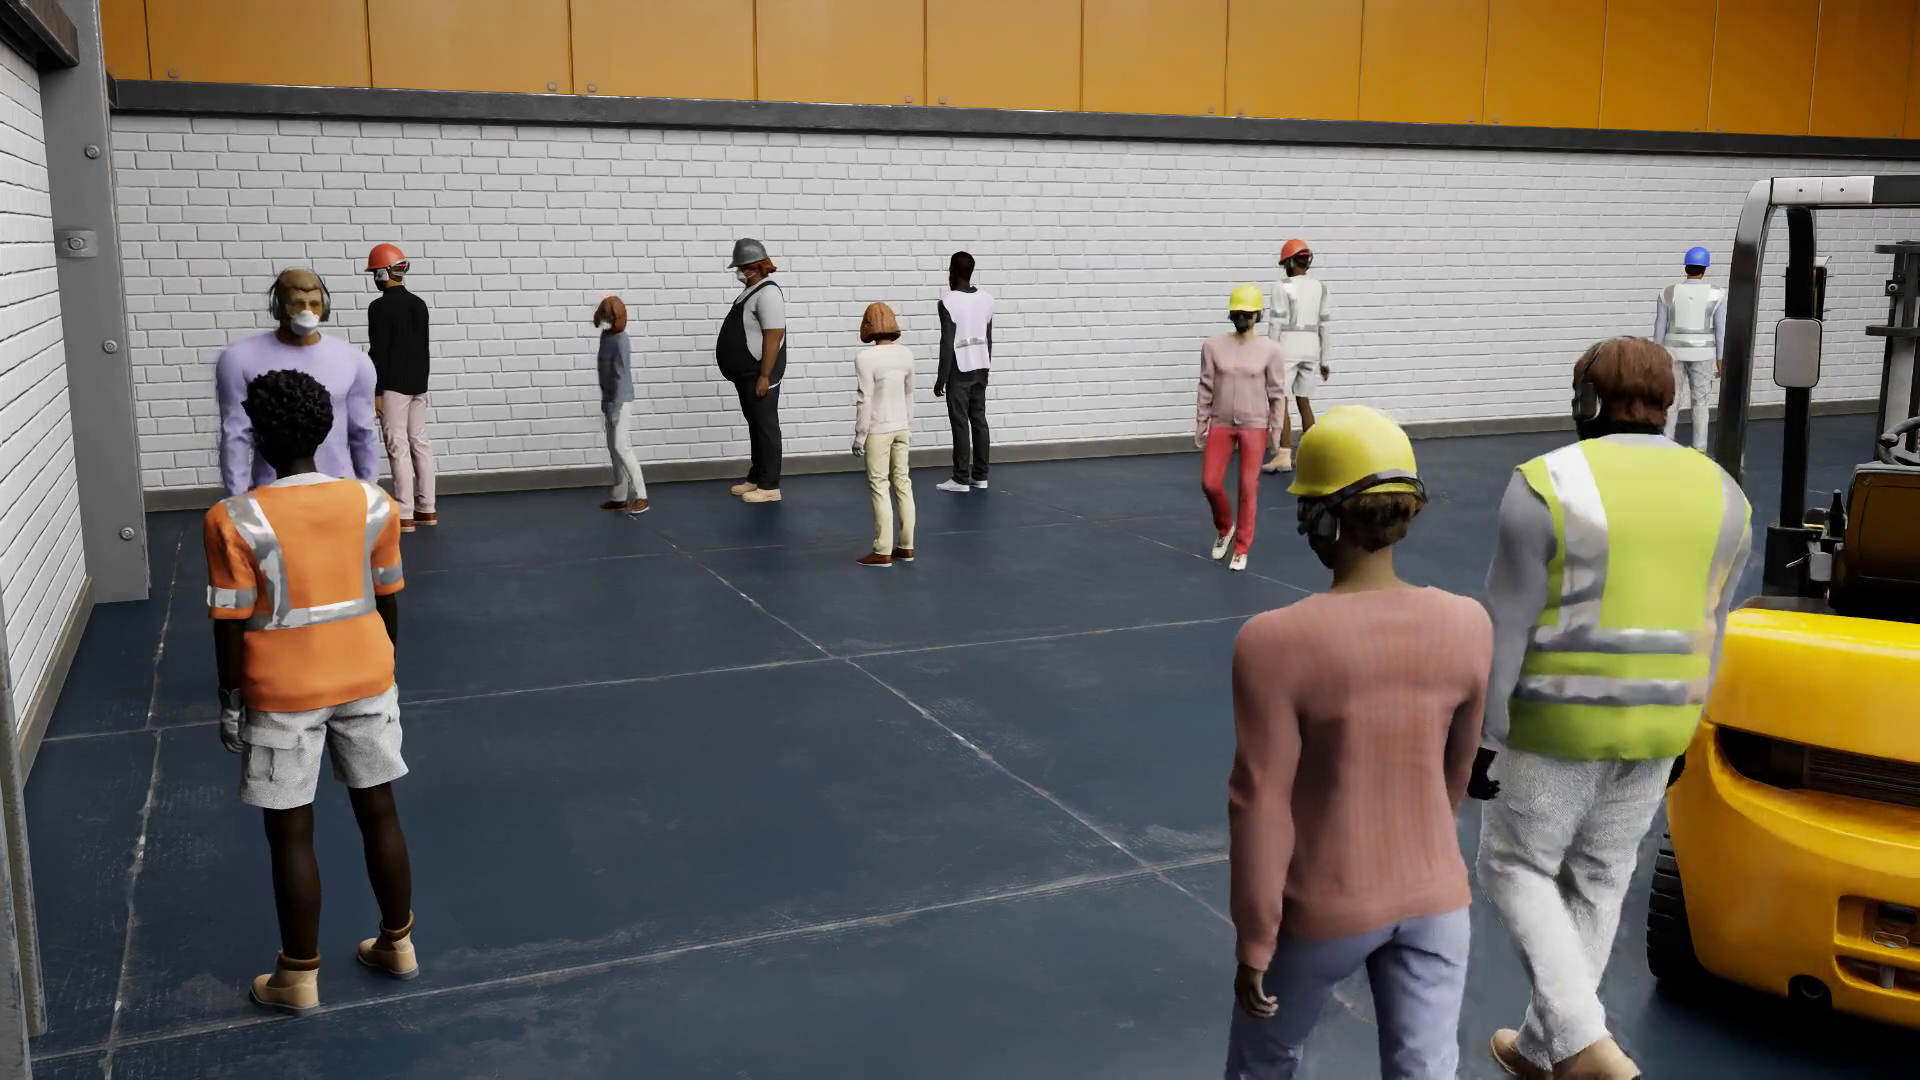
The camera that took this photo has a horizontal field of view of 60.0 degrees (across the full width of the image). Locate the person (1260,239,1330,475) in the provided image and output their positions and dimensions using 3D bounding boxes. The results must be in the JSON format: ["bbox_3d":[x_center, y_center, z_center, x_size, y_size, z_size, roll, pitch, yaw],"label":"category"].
[{"bbox_3d":[2.898,-1.577,14.366,0.741,2.024,0.538,-6,12,-31],"label":"person"}]

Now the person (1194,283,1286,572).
[{"bbox_3d":[1.698,-0.682,10.130,0.556,1.751,0.366,4,11,20],"label":"person"}]

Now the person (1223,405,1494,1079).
[{"bbox_3d":[0.662,0.621,3.024,0.528,1.723,0.862,-3,11,-16],"label":"person"}]

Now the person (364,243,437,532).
[{"bbox_3d":[-3.909,-1.054,11.564,0.401,1.986,0.613,3,11,14],"label":"person"}]

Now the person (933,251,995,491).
[{"bbox_3d":[0.039,-1.346,13.353,0.391,1.920,0.587,9,14,42],"label":"person"}]

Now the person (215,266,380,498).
[{"bbox_3d":[-2.772,-0.193,7.024,0.636,1.916,0.765,-5,11,-26],"label":"person"}]

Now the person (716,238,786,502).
[{"bbox_3d":[-1.613,-1.316,12.854,0.535,2.000,0.674,-3,11,-17],"label":"person"}]

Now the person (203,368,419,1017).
[{"bbox_3d":[-1.701,0.396,4.392,0.321,1.691,0.532,9,14,41],"label":"person"}]

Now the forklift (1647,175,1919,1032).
[{"bbox_3d":[2.810,0.094,4.662,1.214,2.155,2.313,7,12,34],"label":"forklift"}]

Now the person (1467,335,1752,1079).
[{"bbox_3d":[1.477,0.453,3.775,0.663,1.814,0.560,-2,11,-12],"label":"person"}]

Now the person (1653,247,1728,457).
[{"bbox_3d":[6.569,-1.657,14.990,0.617,1.946,0.397,5,11,26],"label":"person"}]

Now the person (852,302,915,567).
[{"bbox_3d":[-0.477,-0.652,10.317,0.282,1.631,0.503,9,13,40],"label":"person"}]

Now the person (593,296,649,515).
[{"bbox_3d":[-2.517,-0.990,12.252,0.340,1.615,0.597,-4,11,-22],"label":"person"}]
